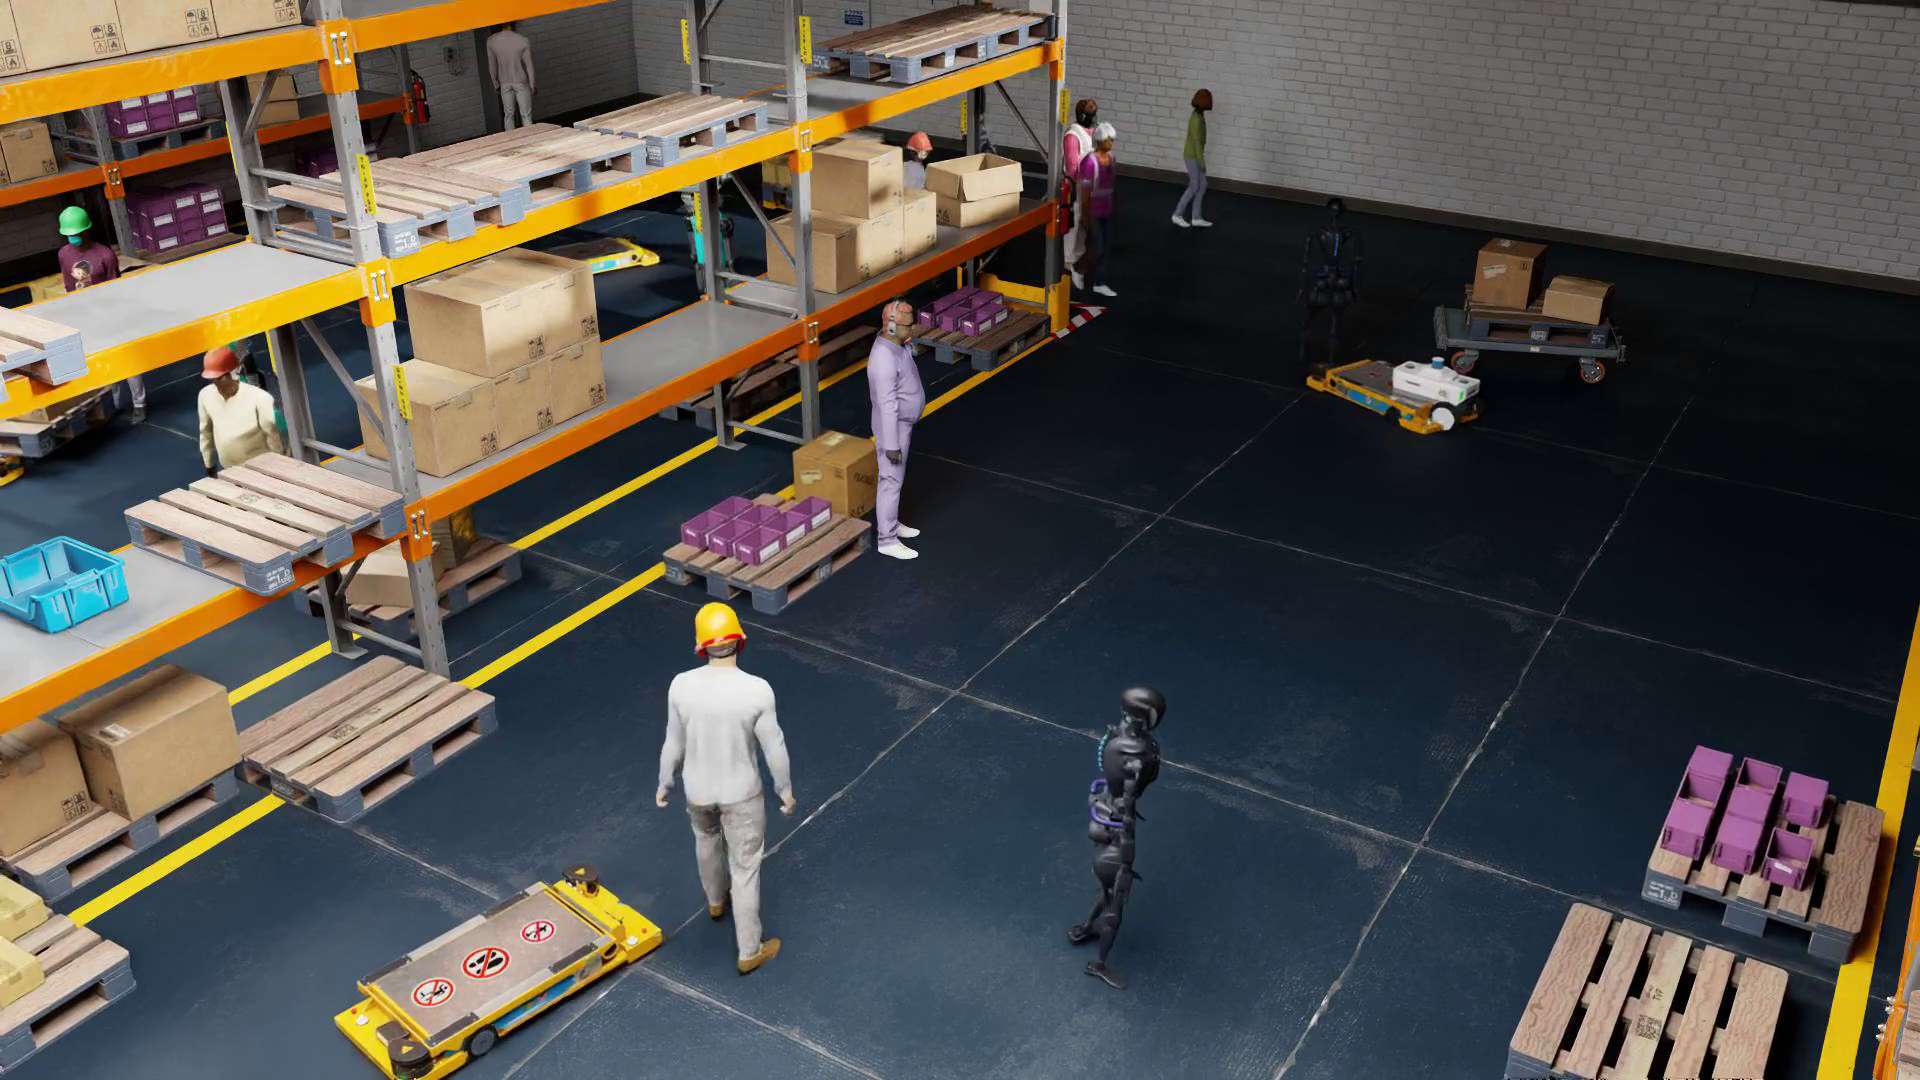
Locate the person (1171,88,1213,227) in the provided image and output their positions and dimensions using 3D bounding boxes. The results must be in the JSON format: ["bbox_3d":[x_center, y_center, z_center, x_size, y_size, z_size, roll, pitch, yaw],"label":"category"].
[{"bbox_3d":[2.806,-4.487,19.549,0.397,1.605,0.544,7,28,14],"label":"person"}]

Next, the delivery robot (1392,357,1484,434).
[{"bbox_3d":[4.111,-1.295,14.426,0.772,0.587,0.499,23,35,38],"label":"delivery robot"}]

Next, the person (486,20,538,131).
[{"bbox_3d":[-6.033,-6.166,22.508,0.627,1.937,0.377,2,27,4],"label":"person"}]

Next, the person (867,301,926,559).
[{"bbox_3d":[-0.447,-0.804,11.977,0.405,1.904,0.650,1,27,1],"label":"person"}]

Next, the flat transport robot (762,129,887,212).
[{"bbox_3d":[-1.665,-4.091,20.259,1.431,0.231,0.659,20,33,34],"label":"flat transport robot"}]

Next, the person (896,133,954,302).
[{"bbox_3d":[-0.350,-3.349,17.197,0.876,1.710,0.582,-17,31,-30],"label":"person"}]

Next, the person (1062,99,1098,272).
[{"bbox_3d":[1.338,-3.864,18.075,0.431,1.843,0.623,13,30,25],"label":"person"}]

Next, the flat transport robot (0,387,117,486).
[{"bbox_3d":[-7.816,-0.823,13.820,0.659,0.231,1.431,4,27,8],"label":"flat transport robot"}]

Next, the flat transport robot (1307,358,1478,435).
[{"bbox_3d":[3.825,-1.301,14.761,0.659,0.231,1.431,-17,31,-30],"label":"flat transport robot"}]

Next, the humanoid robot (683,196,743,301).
[{"bbox_3d":[-2.090,-2.298,15.114,0.553,1.782,0.890,17,32,30],"label":"humanoid robot"}]

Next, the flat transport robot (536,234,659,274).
[{"bbox_3d":[-4.095,-3.070,18.247,1.431,0.231,0.659,-19,33,-33],"label":"flat transport robot"}]

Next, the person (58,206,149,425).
[{"bbox_3d":[-7.278,-1.893,14.096,0.483,1.934,0.450,1,27,3],"label":"person"}]

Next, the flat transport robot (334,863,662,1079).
[{"bbox_3d":[-2.221,2.092,8.076,0.659,0.231,1.431,23,35,38],"label":"flat transport robot"}]

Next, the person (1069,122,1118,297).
[{"bbox_3d":[1.427,-3.399,17.164,0.467,1.830,0.538,24,35,38],"label":"person"}]

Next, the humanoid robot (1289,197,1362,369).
[{"bbox_3d":[3.372,-2.324,15.214,0.608,1.645,0.369,-2,27,-4],"label":"humanoid robot"}]

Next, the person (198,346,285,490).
[{"bbox_3d":[-5.053,-0.589,11.761,0.575,1.709,0.876,7,28,14],"label":"person"}]

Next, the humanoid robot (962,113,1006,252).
[{"bbox_3d":[0.239,-3.938,18.461,0.587,1.626,0.776,24,35,39],"label":"humanoid robot"}]

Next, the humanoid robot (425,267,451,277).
[{"bbox_3d":[-5.282,-3.056,16.682,0.590,1.630,0.647,-3,27,-6],"label":"humanoid robot"}]

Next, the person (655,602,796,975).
[{"bbox_3d":[-1.152,1.183,8.127,0.700,1.853,0.779,2,27,4],"label":"person"}]

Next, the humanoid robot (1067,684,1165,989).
[{"bbox_3d":[0.729,1.380,7.924,0.396,1.640,0.604,1,27,3],"label":"humanoid robot"}]

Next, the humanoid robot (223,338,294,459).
[{"bbox_3d":[-5.451,-1.228,13.023,0.541,1.814,0.711,22,34,36],"label":"humanoid robot"}]
